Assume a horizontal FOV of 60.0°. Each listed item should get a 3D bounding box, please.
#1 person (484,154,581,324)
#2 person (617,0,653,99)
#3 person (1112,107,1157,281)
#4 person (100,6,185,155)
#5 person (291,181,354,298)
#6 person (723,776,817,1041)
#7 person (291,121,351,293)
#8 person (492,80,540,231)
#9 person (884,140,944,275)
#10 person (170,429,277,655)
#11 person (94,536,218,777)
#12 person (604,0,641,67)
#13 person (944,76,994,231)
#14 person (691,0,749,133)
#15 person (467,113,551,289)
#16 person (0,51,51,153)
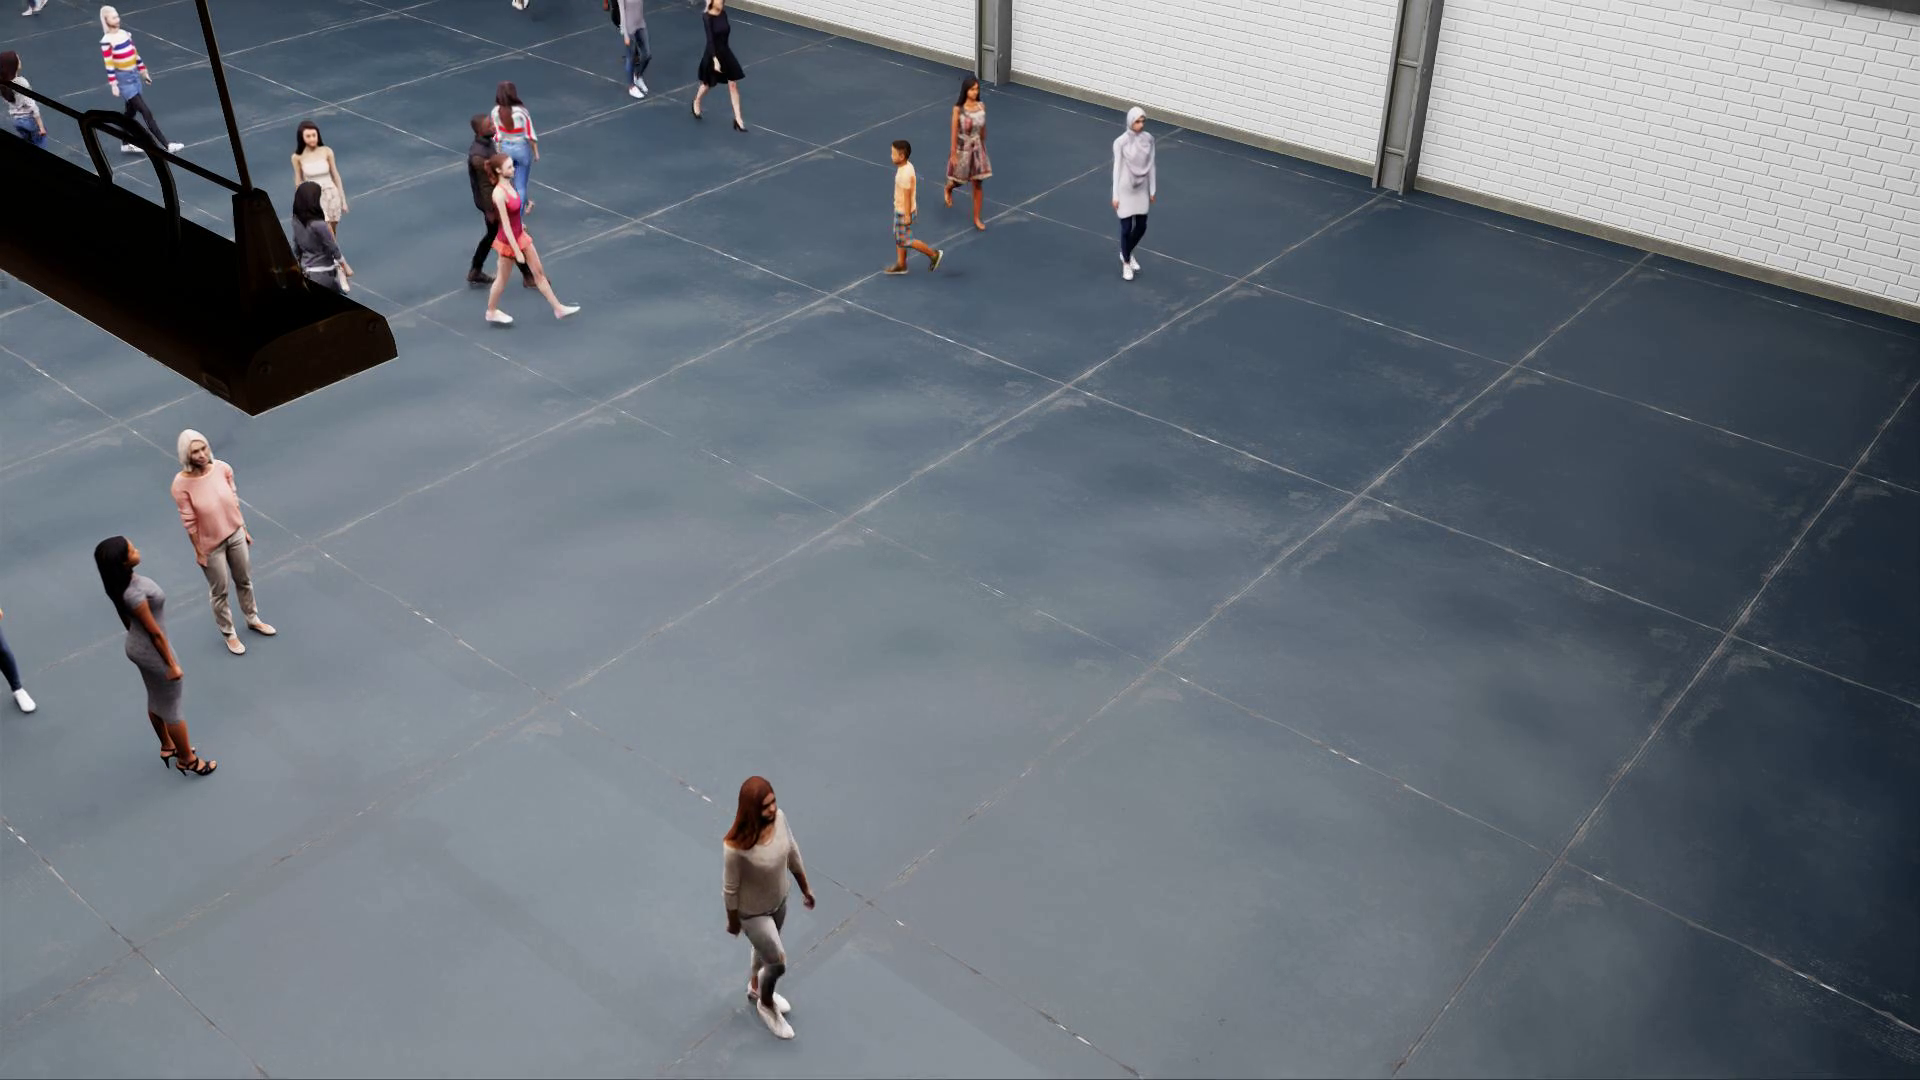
[{"bbox_3d":[-4.355,-2.828,15.887,1.201,1.702,1.046,2,34,2],"label":"person"},{"bbox_3d":[-4.311,-6.626,21.581,0.597,1.725,0.633,26,41,33],"label":"person"},{"bbox_3d":[1.727,-3.532,16.882,0.783,1.773,0.839,-11,35,-16],"label":"person"},{"bbox_3d":[-9.925,-5.404,19.712,1.202,1.759,1.028,4,34,6],"label":"person"},{"bbox_3d":[-5.909,-2.355,15.170,1.138,1.709,0.703,20,39,27],"label":"person"},{"bbox_3d":[-1.109,1.879,8.816,0.668,1.691,0.631,20,38,27],"label":"person"},{"bbox_3d":[-6.418,-3.403,16.763,0.807,1.691,1.124,-19,38,-26],"label":"person"},{"bbox_3d":[-4.811,-4.110,17.934,1.107,1.572,1.073,3,34,4],"label":"person"},{"bbox_3d":[-0.479,-3.361,16.924,0.885,1.443,0.838,-4,34,-6],"label":"person"},{"bbox_3d":[-5.187,-0.017,11.637,0.555,1.725,0.622,20,38,27],"label":"person"},{"bbox_3d":[-5.078,0.742,10.446,0.463,1.781,0.646,28,42,35],"label":"person"},{"bbox_3d":[-4.512,-7.325,22.559,0.794,1.806,0.783,9,35,14],"label":"person"},{"bbox_3d":[0.051,-4.236,18.075,0.886,1.625,1.111,-16,37,-23],"label":"person"},{"bbox_3d":[-3.057,-5.912,20.527,1.176,1.702,0.643,23,40,30],"label":"person"},{"bbox_3d":[-4.718,-3.341,16.569,1.180,1.802,1.129,-4,34,-6],"label":"person"},{"bbox_3d":[-10.582,-4.678,18.749,0.814,1.617,0.815,13,36,19],"label":"person"}]
